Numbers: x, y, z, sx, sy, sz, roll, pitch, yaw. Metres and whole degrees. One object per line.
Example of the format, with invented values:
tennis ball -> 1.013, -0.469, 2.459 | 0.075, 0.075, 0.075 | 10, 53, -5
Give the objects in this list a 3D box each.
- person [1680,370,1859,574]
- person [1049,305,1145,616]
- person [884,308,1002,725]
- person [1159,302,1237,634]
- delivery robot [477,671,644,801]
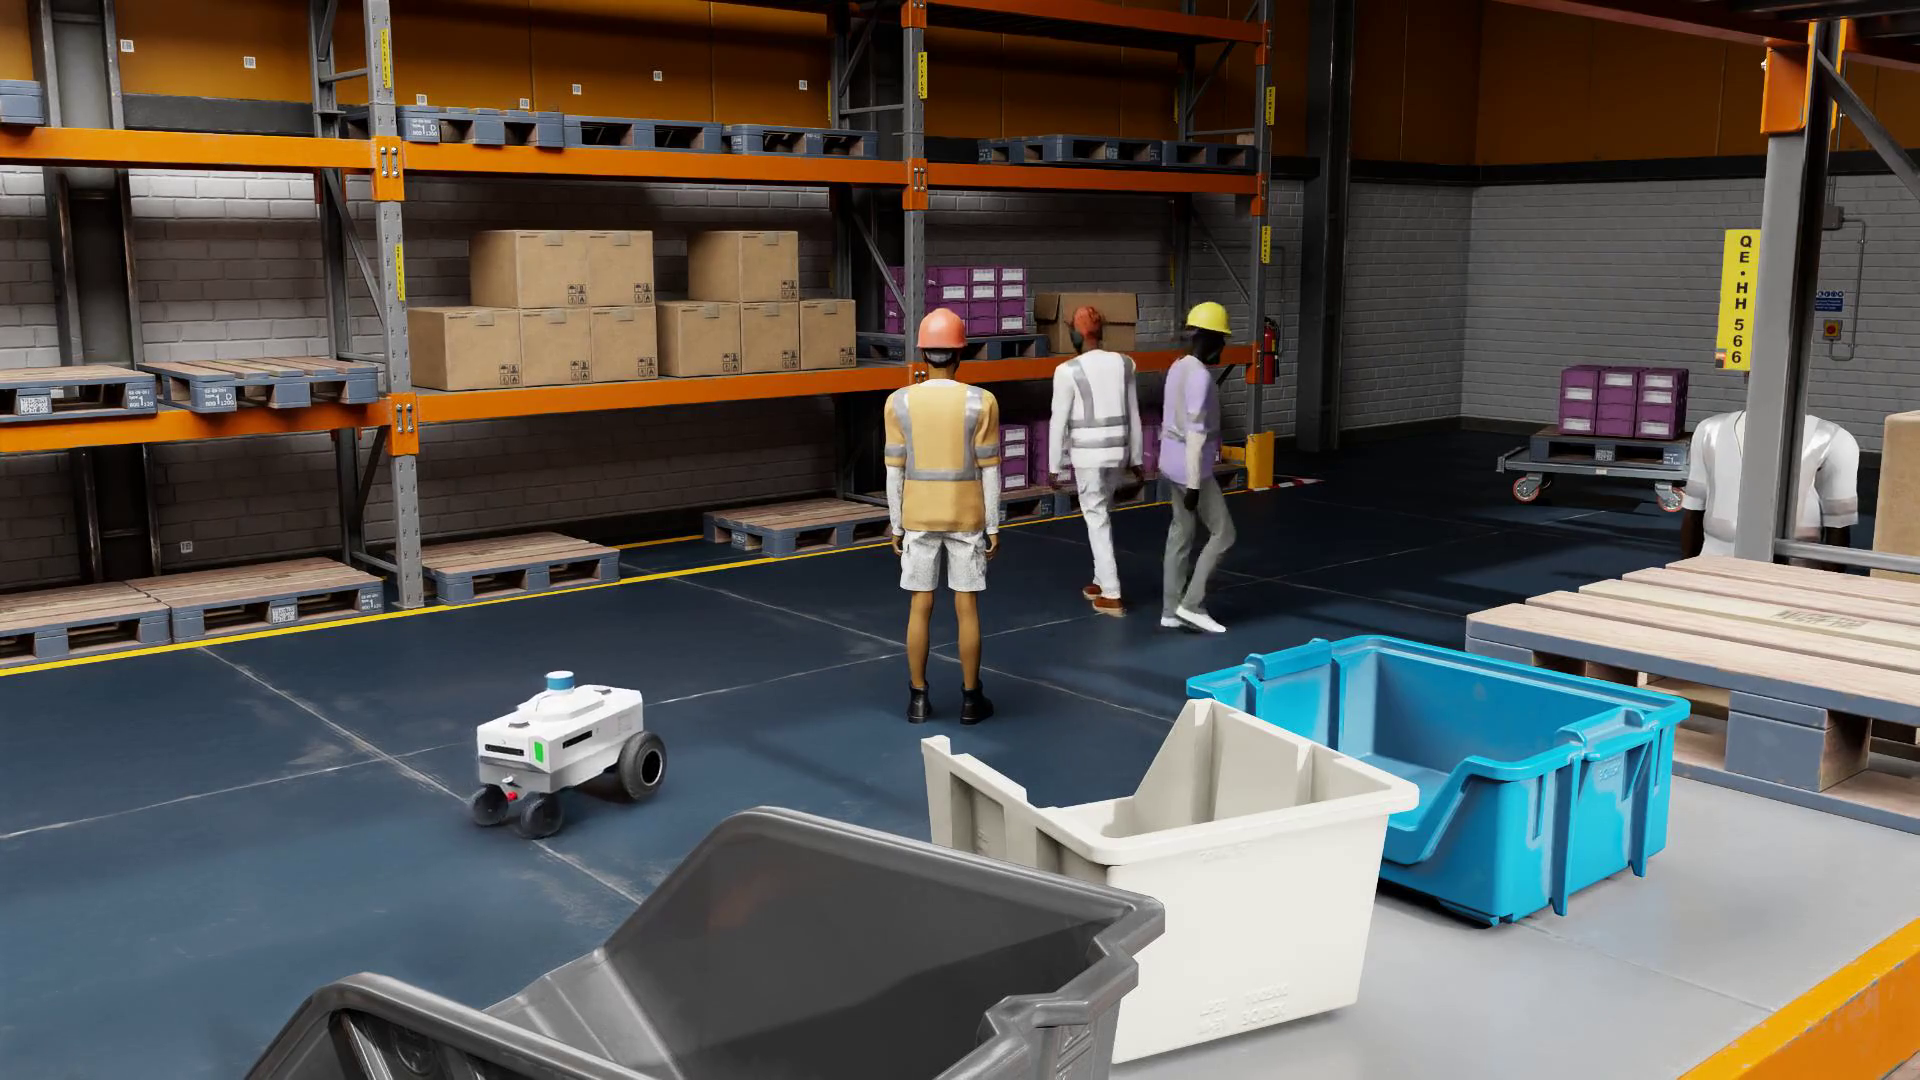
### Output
person -> 2.915, 0.182, 6.092 | 0.394, 1.962, 0.633 | -9, 13, -40
person -> 0.782, -0.487, 10.114 | 0.601, 1.858, 0.709 | -6, 12, -30
person -> -0.074, -0.099, 7.725 | 0.545, 1.942, 0.349 | 1, 10, 8
person -> 1.377, -0.403, 9.544 | 0.490, 1.898, 0.589 | -2, 10, -9
delivery robot -> -1.562, 0.759, 6.535 | 0.477, 0.478, 0.707 | 5, 11, 24
